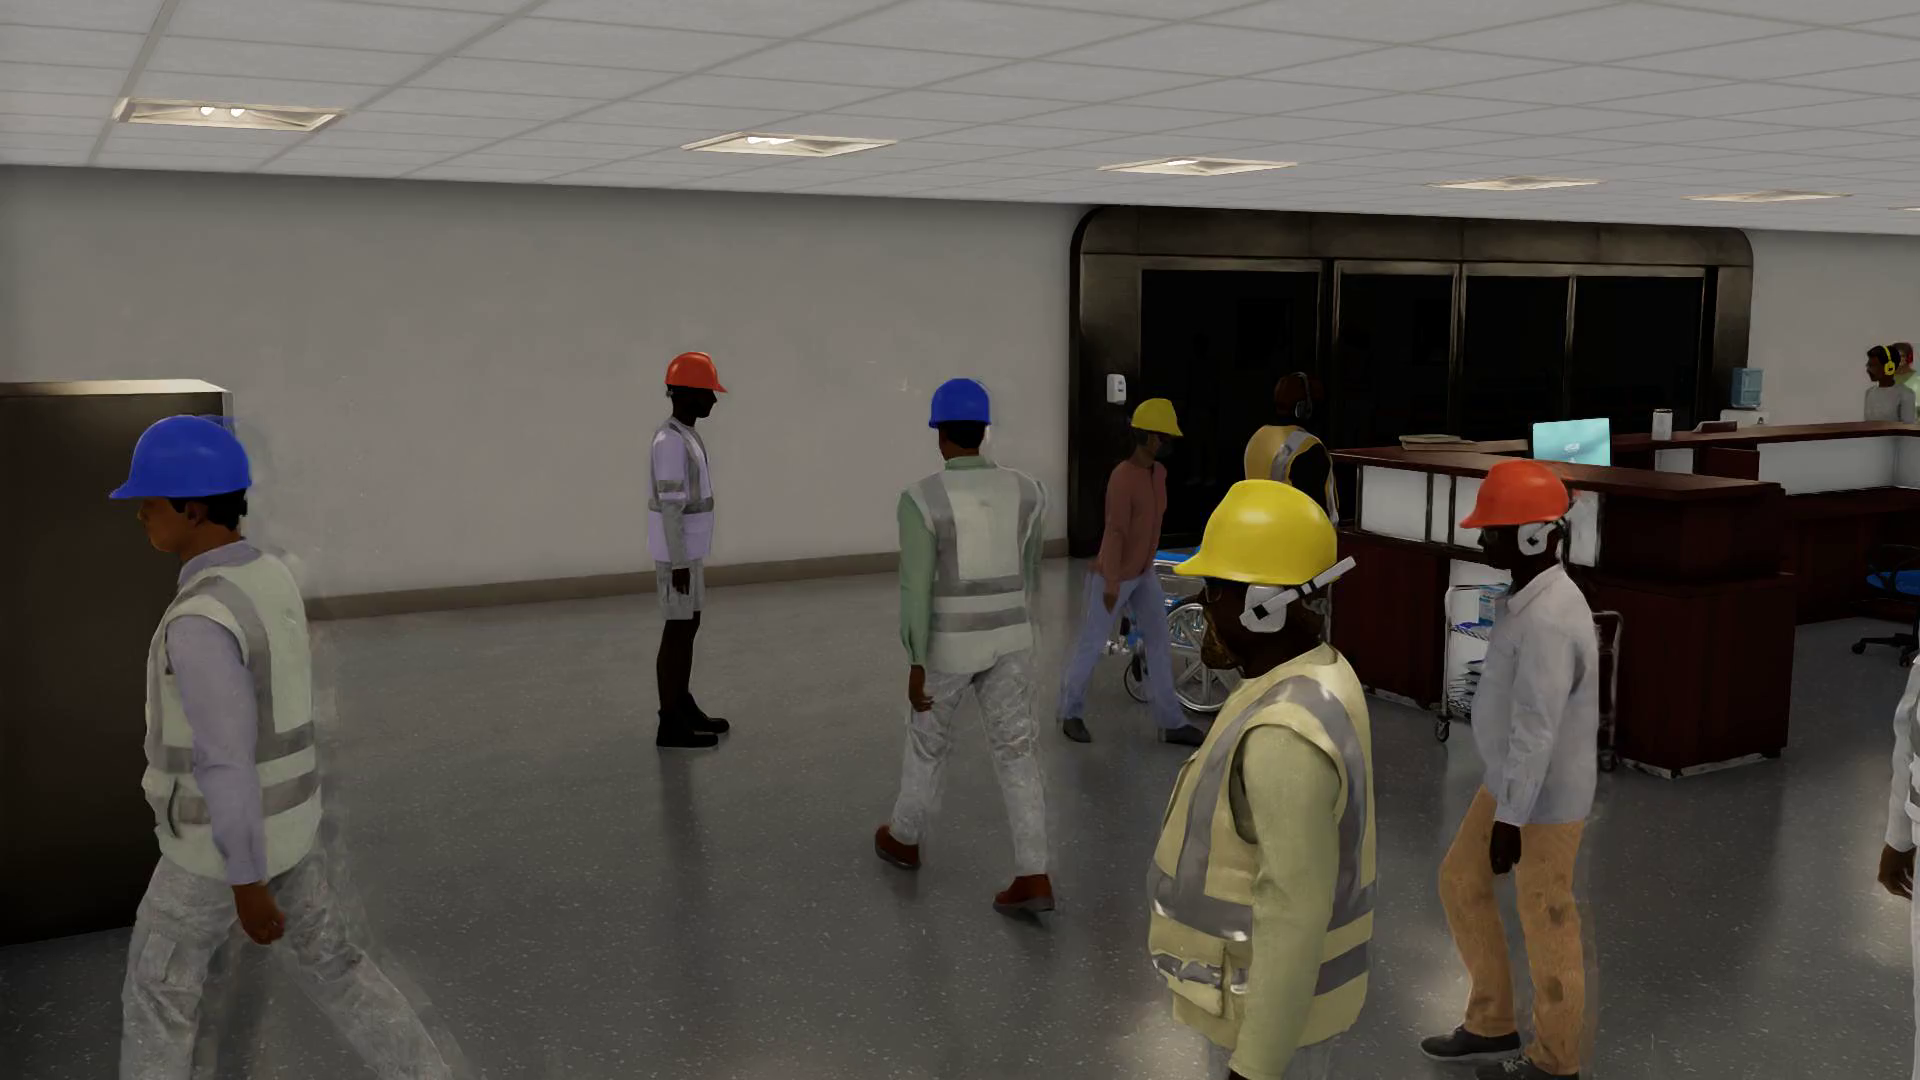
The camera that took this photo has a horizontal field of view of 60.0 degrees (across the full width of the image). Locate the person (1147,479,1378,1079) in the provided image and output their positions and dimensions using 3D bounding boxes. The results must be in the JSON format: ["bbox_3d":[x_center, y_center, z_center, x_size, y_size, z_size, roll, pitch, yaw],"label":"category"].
[{"bbox_3d":[0.541,0.803,3.012,0.404,1.832,0.600,2,8,13],"label":"person"}]

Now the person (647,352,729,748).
[{"bbox_3d":[-1.326,0.046,8.154,0.390,1.929,0.545,0,8,1],"label":"person"}]

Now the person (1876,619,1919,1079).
[{"bbox_3d":[2.253,0.695,3.620,0.355,1.882,0.575,-2,8,-16],"label":"person"}]

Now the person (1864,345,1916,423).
[{"bbox_3d":[7.088,-0.564,12.804,0.319,1.863,0.532,-2,8,-11],"label":"person"}]

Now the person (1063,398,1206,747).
[{"bbox_3d":[0.834,0.162,8.098,0.804,1.713,0.537,6,10,36],"label":"person"}]

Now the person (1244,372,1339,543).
[{"bbox_3d":[1.605,0.109,8.064,0.430,1.835,0.619,-2,8,-15],"label":"person"}]

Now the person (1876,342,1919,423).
[{"bbox_3d":[9.360,-1.053,16.479,0.781,1.824,0.572,-4,9,-29],"label":"person"}]

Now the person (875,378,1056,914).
[{"bbox_3d":[0.046,0.366,5.996,0.601,1.894,1.034,-4,9,-26],"label":"person"}]

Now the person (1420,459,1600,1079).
[{"bbox_3d":[1.455,0.647,4.477,0.550,1.730,0.601,1,8,10],"label":"person"}]

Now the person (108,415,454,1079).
[{"bbox_3d":[-1.627,0.657,3.875,1.001,1.911,0.598,0,8,-3],"label":"person"}]
